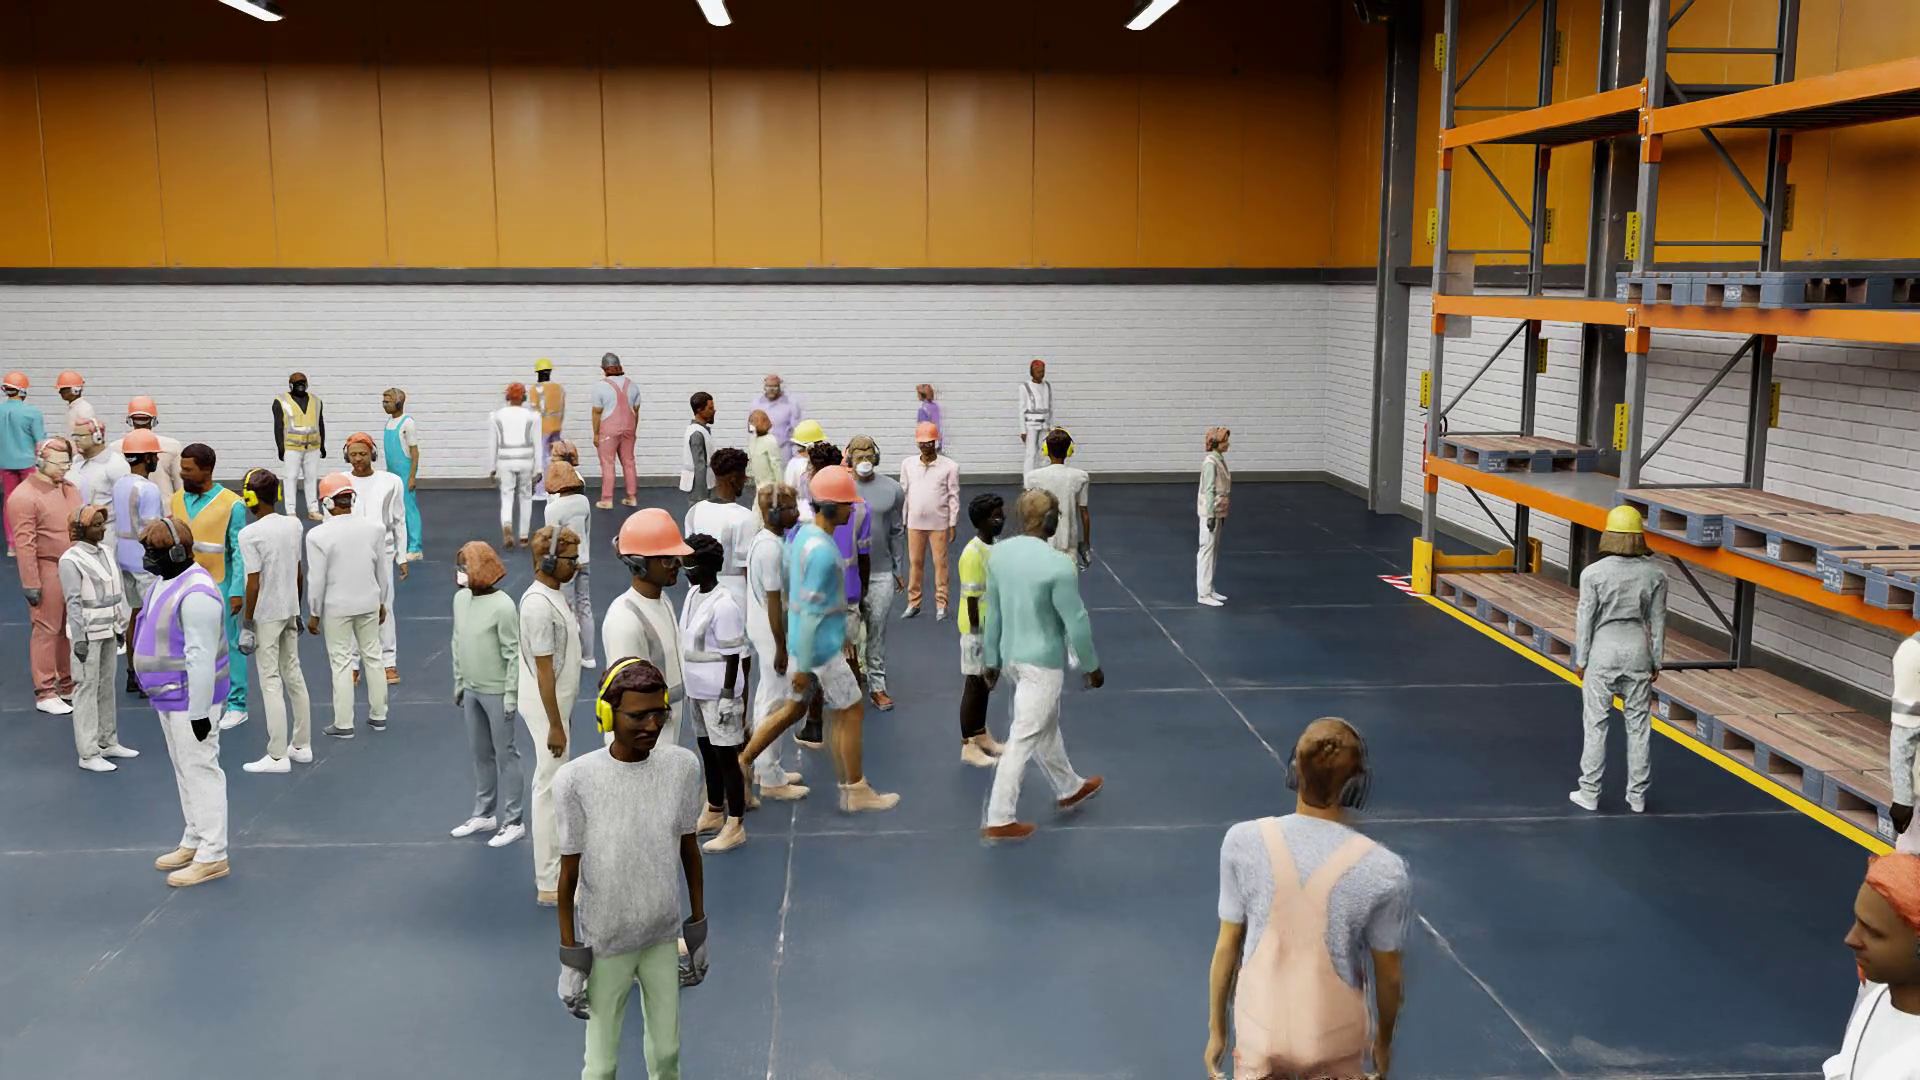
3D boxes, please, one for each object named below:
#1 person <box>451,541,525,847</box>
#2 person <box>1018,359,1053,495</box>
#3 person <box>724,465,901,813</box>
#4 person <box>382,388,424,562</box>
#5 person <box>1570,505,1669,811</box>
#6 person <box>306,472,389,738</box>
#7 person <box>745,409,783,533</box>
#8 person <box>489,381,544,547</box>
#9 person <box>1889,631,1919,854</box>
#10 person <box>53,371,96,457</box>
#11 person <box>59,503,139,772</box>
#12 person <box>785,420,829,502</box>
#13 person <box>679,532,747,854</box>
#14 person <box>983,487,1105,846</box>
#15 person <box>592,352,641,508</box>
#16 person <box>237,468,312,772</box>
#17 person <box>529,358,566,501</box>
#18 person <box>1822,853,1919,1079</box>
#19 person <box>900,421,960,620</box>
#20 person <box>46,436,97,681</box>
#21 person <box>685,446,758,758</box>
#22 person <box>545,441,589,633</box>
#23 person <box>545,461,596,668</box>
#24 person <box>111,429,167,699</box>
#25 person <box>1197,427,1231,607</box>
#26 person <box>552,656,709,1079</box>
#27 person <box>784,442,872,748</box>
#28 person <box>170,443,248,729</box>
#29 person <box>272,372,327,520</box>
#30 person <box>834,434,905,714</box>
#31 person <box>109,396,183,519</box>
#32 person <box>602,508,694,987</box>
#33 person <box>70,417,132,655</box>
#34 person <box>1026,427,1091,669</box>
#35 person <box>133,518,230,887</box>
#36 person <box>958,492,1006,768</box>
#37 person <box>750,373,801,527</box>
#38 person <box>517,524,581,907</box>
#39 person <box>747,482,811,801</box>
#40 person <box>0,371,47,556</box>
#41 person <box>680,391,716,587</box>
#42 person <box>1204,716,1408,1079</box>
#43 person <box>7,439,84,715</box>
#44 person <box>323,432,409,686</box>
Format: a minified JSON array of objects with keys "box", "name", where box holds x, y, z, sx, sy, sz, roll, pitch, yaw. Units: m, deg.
[{"box":[-2.519,0.810,8.845,0.502,1.632,0.279,7,11,38],"name":"person"},{"box":[1.049,-1.540,22.851,0.588,1.874,0.348,-7,12,-39],"name":"person"},{"box":[-0.875,0.574,9.230,1.011,2.003,0.644,-2,9,-15],"name":"person"},{"box":[-5.918,-0.691,17.606,0.516,1.843,0.327,8,12,40],"name":"person"},{"box":[3.725,0.669,9.420,0.486,1.736,0.325,1,9,5],"name":"person"},{"box":[-4.029,0.421,10.931,0.336,1.746,0.561,8,12,41],"name":"person"},{"box":[-2.150,-0.571,17.590,0.675,1.609,0.512,-6,11,-32],"name":"person"},{"box":[-4.884,-0.812,18.305,0.596,1.865,0.703,-1,9,-9],"name":"person"},{"box":[4.057,0.990,6.796,0.589,1.927,0.388,-3,10,-18],"name":"person"},{"box":[-9.681,-0.868,18.299,0.420,1.984,0.613,-8,12,-40],"name":"person"},{"box":[-5.309,0.590,10.209,0.307,1.640,0.521,0,9,-2],"name":"person"},{"box":[-1.239,-0.075,13.764,0.404,1.835,0.600,-3,10,-20],"name":"person"},{"box":[-1.312,0.794,8.758,0.317,1.692,0.540,-5,11,-31],"name":"person"},{"box":[0.477,0.656,8.999,0.969,1.890,0.629,-6,11,-32],"name":"person"},{"box":[-4.526,-1.440,21.701,0.683,2.000,0.535,-8,12,-43],"name":"person"},{"box":[-4.203,0.489,10.147,0.328,1.865,0.513,3,9,16],"name":"person"},{"box":[-5.553,-1.476,22.330,0.402,1.914,0.601,7,11,37],"name":"person"},{"box":[1.941,1.549,3.444,0.343,1.878,0.578,2,9,12],"name":"person"},{"box":[-0.284,-0.168,14.612,0.559,1.752,0.326,2,9,14],"name":"person"},{"box":[-6.674,0.137,12.460,0.361,1.835,0.516,3,9,16],"name":"person"},{"box":[-1.454,0.389,10.453,0.618,1.962,0.361,8,12,40],"name":"person"},{"box":[-3.318,-0.027,14.081,0.308,1.641,0.516,-7,11,-38],"name":"person"},{"box":[-2.977,0.210,12.645,0.280,1.625,0.493,4,10,26],"name":"person"},{"box":[-5.855,0.165,11.990,0.544,1.930,0.388,8,12,41],"name":"person"},{"box":[2.335,-0.223,15.308,0.315,1.641,0.514,3,10,18],"name":"person"},{"box":[-1.021,1.275,5.229,0.511,1.860,0.333,-6,11,-34],"name":"person"},{"box":[-0.853,0.352,10.679,0.611,1.965,0.362,-5,10,-29],"name":"person"},{"box":[-5.025,0.302,11.149,0.593,1.919,0.391,3,9,17],"name":"person"},{"box":[-8.091,-1.141,20.446,0.624,1.845,0.430,-9,12,-43],"name":"person"},{"box":[-0.675,0.232,11.520,0.635,1.937,0.353,-3,10,-20],"name":"person"},{"box":[-6.978,-0.243,14.329,0.622,1.994,0.381,-5,10,-27],"name":"person"},{"box":[-1.317,0.876,7.147,0.389,2.045,0.606,1,9,4],"name":"person"},{"box":[-6.863,-0.027,13.246,0.643,1.910,0.400,4,10,25],"name":"person"},{"box":[0.745,0.067,12.780,0.532,1.868,0.310,-1,9,-4],"name":"person"},{"box":[-3.884,0.795,8.326,0.429,1.837,0.624,-7,12,-38],"name":"person"},{"box":[0.157,0.546,10.305,0.316,1.695,0.542,3,9,17],"name":"person"},{"box":[-2.226,-1.100,20.155,0.646,1.865,0.955,1,9,4],"name":"person"},{"box":[-1.949,0.838,8.021,0.346,1.842,0.506,-2,9,-13],"name":"person"},{"box":[-1.064,0.579,9.631,0.330,1.844,0.520,-2,9,-12],"name":"person"},{"box":[-10.118,-0.817,17.931,0.621,1.992,0.397,0,9,1],"name":"person"},{"box":[-2.494,-0.465,15.956,0.391,1.920,0.588,-2,9,-11],"name":"person"},{"box":[0.955,1.384,4.628,0.531,1.833,0.412,4,10,22],"name":"person"},{"box":[-6.262,0.244,11.568,0.406,1.899,0.653,1,9,5],"name":"person"},{"box":[-4.373,0.142,12.257,0.584,1.882,0.337,-3,10,-20],"name":"person"}]
